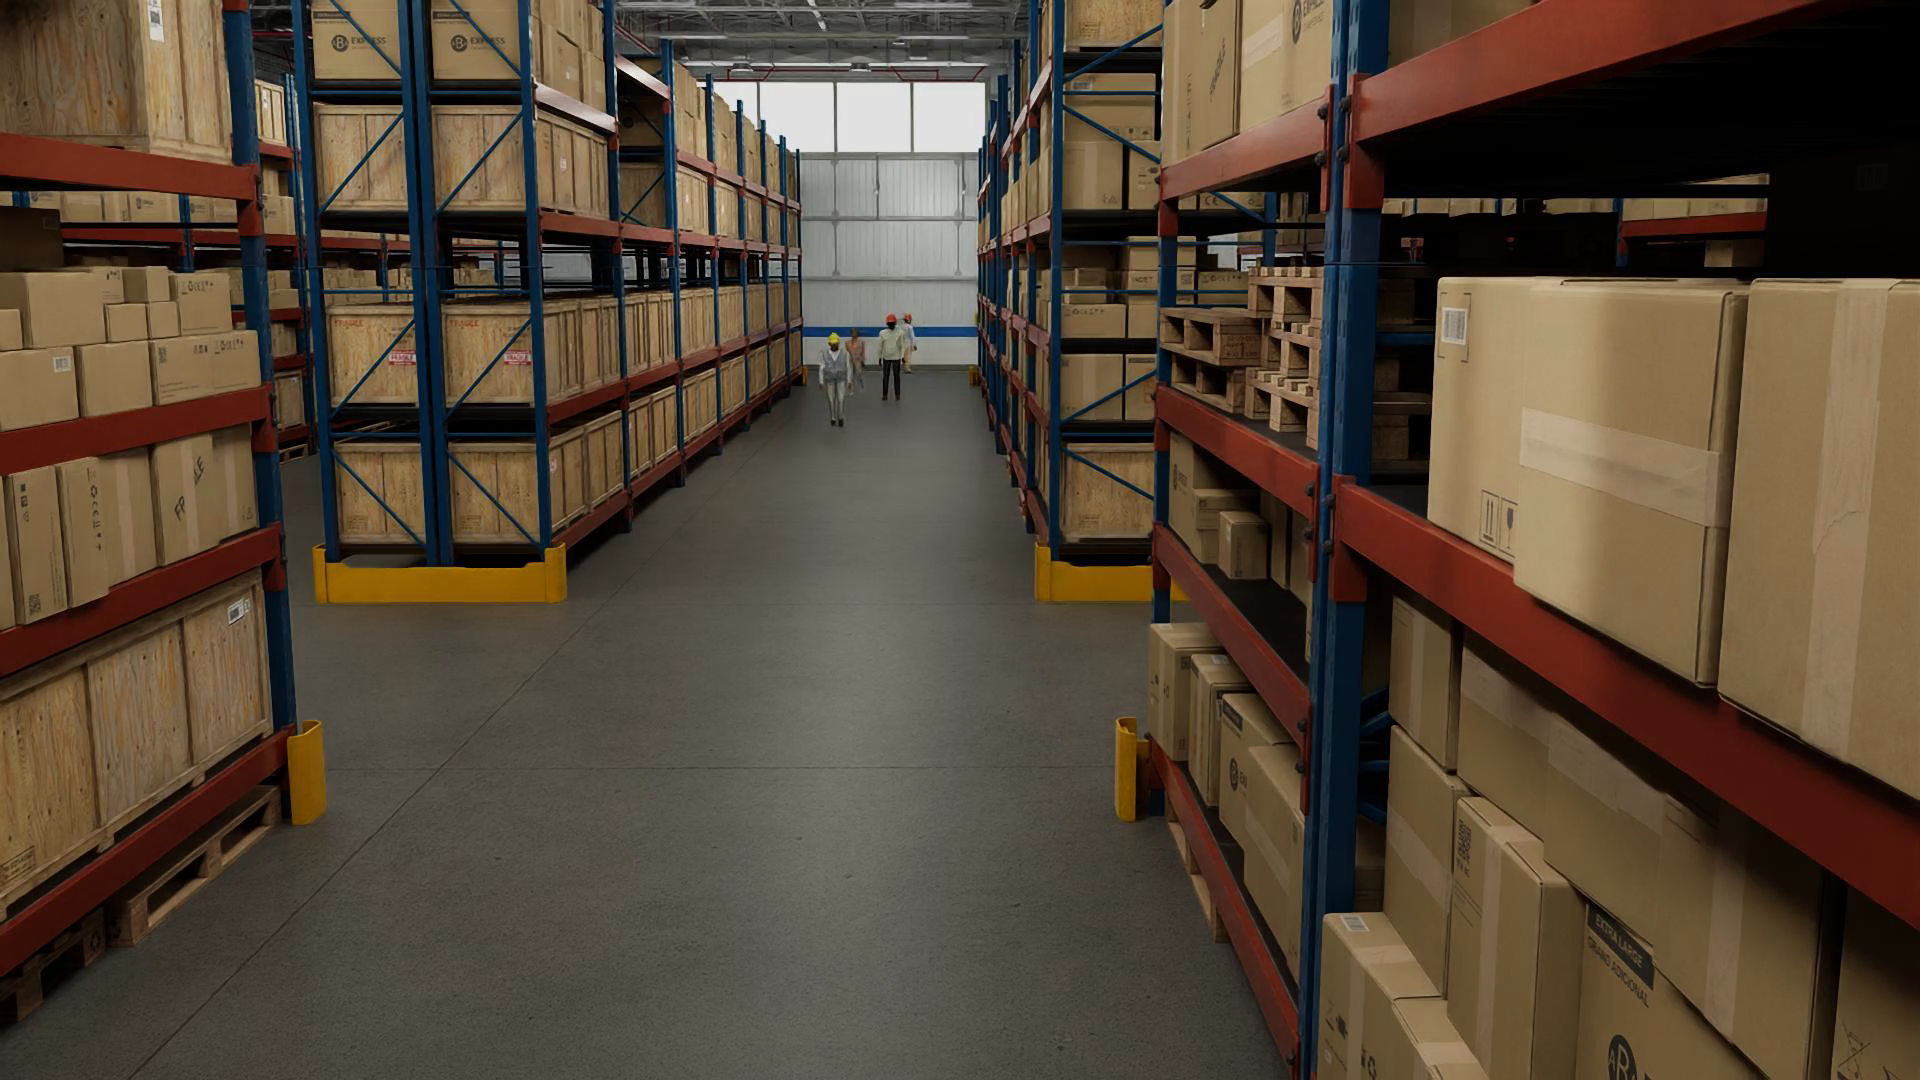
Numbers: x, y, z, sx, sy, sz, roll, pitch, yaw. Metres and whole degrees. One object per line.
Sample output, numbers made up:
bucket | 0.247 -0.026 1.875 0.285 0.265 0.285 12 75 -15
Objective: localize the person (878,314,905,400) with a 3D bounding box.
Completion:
person | -1.580 -4.216 38.422 0.622 1.990 0.388 0 9 -1

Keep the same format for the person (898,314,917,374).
person | -1.475 -5.649 47.977 0.602 1.730 0.465 9 13 44

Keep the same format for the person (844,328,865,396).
person | -2.521 -4.266 39.867 0.538 1.621 0.410 4 10 24

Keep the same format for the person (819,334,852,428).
person | -2.398 -3.045 31.878 0.610 1.780 0.919 0 9 2
